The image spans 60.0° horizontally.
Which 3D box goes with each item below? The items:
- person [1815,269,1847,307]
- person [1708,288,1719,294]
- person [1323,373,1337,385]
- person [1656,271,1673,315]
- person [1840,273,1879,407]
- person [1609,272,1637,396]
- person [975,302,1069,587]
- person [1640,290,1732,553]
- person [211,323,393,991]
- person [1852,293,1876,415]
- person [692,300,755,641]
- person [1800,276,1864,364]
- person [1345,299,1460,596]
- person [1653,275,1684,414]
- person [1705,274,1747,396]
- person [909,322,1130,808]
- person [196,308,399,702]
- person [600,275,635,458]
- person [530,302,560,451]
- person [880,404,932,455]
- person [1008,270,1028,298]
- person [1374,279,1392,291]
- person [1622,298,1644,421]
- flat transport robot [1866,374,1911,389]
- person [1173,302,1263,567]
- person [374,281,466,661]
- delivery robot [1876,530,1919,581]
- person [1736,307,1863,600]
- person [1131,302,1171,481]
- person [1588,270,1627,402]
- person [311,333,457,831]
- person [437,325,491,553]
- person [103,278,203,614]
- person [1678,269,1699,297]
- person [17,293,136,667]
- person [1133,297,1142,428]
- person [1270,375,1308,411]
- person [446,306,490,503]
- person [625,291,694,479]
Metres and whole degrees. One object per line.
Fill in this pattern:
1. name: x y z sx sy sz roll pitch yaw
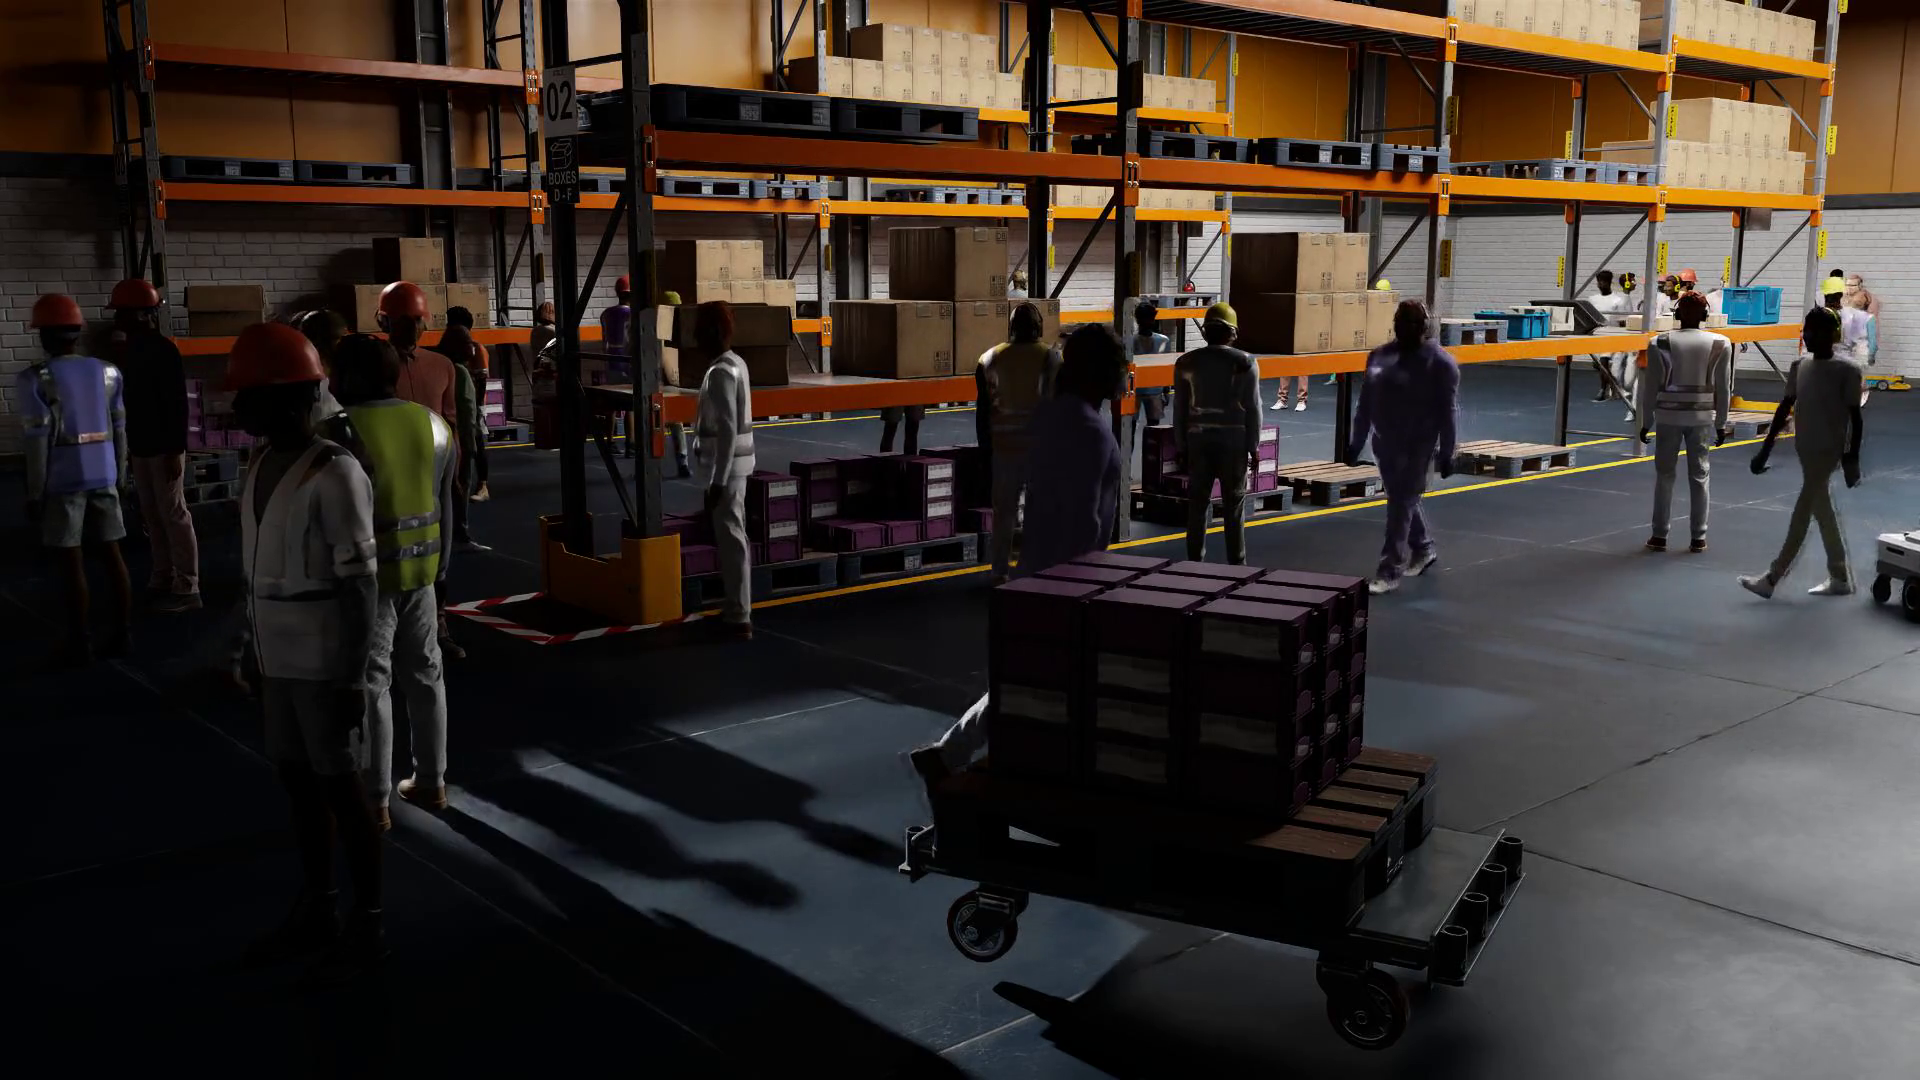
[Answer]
1. person: 13.883 -3.345 26.484 0.593 1.920 0.391 7 12 36
2. person: 12.533 -3.373 27.569 0.506 1.603 0.841 0 10 1
3. person: 6.218 -3.393 27.205 0.314 1.769 0.524 -6 12 -33
4. person: 9.884 -2.840 23.564 0.495 1.907 0.647 -6 11 -31
5. person: 12.369 -2.744 23.053 0.446 1.880 0.688 -5 11 -25
6. person: 10.115 -3.124 25.320 0.319 1.874 0.532 6 12 33
7. person: 0.411 -0.579 10.545 0.625 1.836 0.429 3 10 17
8. person: 5.203 -0.846 11.952 0.583 1.882 0.338 2 10 14
9. person: -1.923 0.342 4.838 0.553 1.935 0.365 8 12 39
10. person: 12.034 -2.483 22.298 0.323 1.646 0.516 -3 10 -16
11. person: -1.309 -0.383 9.240 0.337 1.882 0.583 0 10 -3
12. person: 9.257 -1.847 17.736 0.438 1.906 0.608 -7 12 -35
13. person: 2.877 -0.618 10.704 0.996 1.865 0.634 -8 12 -39
14. person: 9.455 -2.576 22.121 0.335 1.873 0.521 -1 10 -8
15. person: 10.748 -2.809 23.375 0.638 1.909 0.407 1 10 6
16. person: 0.285 0.162 6.046 0.871 1.907 0.646 -2 10 -13
17. person: -3.203 -0.172 8.012 1.025 1.891 0.656 -3 10 -19
18. person: -3.529 -1.826 17.577 0.547 1.930 0.407 5 11 29
19. person: -4.515 -1.788 18.226 0.496 1.629 0.277 9 13 42
20. person: -0.472 -1.385 14.652 0.609 2.040 0.395 -6 12 -33
21. person: 0.786 -2.665 22.439 0.353 1.937 0.635 -8 13 -40
22. person: 6.436 -3.097 25.477 0.326 1.767 0.531 -5 11 -28
23. person: 8.813 -2.319 21.398 0.602 1.602 0.553 -8 13 -39
24. flat transport robot: 14.386 -2.555 26.672 1.431 0.197 0.652 3 10 19
25. person: 1.695 -0.639 10.920 0.588 1.823 0.403 4 10 21
26. person: -2.856 -0.332 8.612 0.376 1.996 0.612 9 13 42
27. delivery robot: 5.817 0.115 9.933 0.477 0.478 0.707 0 10 -1
28. person: 5.208 -0.518 10.246 0.985 1.808 0.492 -3 10 -15
29. person: 1.742 -1.402 15.768 0.536 1.699 0.319 -1 10 -3
30. person: 9.523 -2.998 24.439 0.784 1.941 0.618 -7 12 -36
31. person: -2.170 0.155 6.205 0.429 1.846 0.629 6 11 32
32. person: -3.594 -0.723 11.960 0.266 1.631 0.507 -6 12 -33
33. person: -4.822 -0.554 9.919 0.623 1.992 0.397 9 13 41
34. person: 10.465 -2.953 24.124 0.372 1.939 0.544 -1 10 -8
35. person: -4.613 -0.311 8.668 0.377 1.933 0.550 6 11 31
36. person: 2.121 -2.179 20.506 0.418 1.622 0.498 0 10 2
37. person: 4.581 -2.722 22.868 0.642 1.909 0.408 8 12 38
38. person: -4.300 -1.171 14.404 0.535 1.697 0.318 5 11 29
39. person: -2.856 -1.458 15.831 0.659 1.790 0.418 1 10 6
